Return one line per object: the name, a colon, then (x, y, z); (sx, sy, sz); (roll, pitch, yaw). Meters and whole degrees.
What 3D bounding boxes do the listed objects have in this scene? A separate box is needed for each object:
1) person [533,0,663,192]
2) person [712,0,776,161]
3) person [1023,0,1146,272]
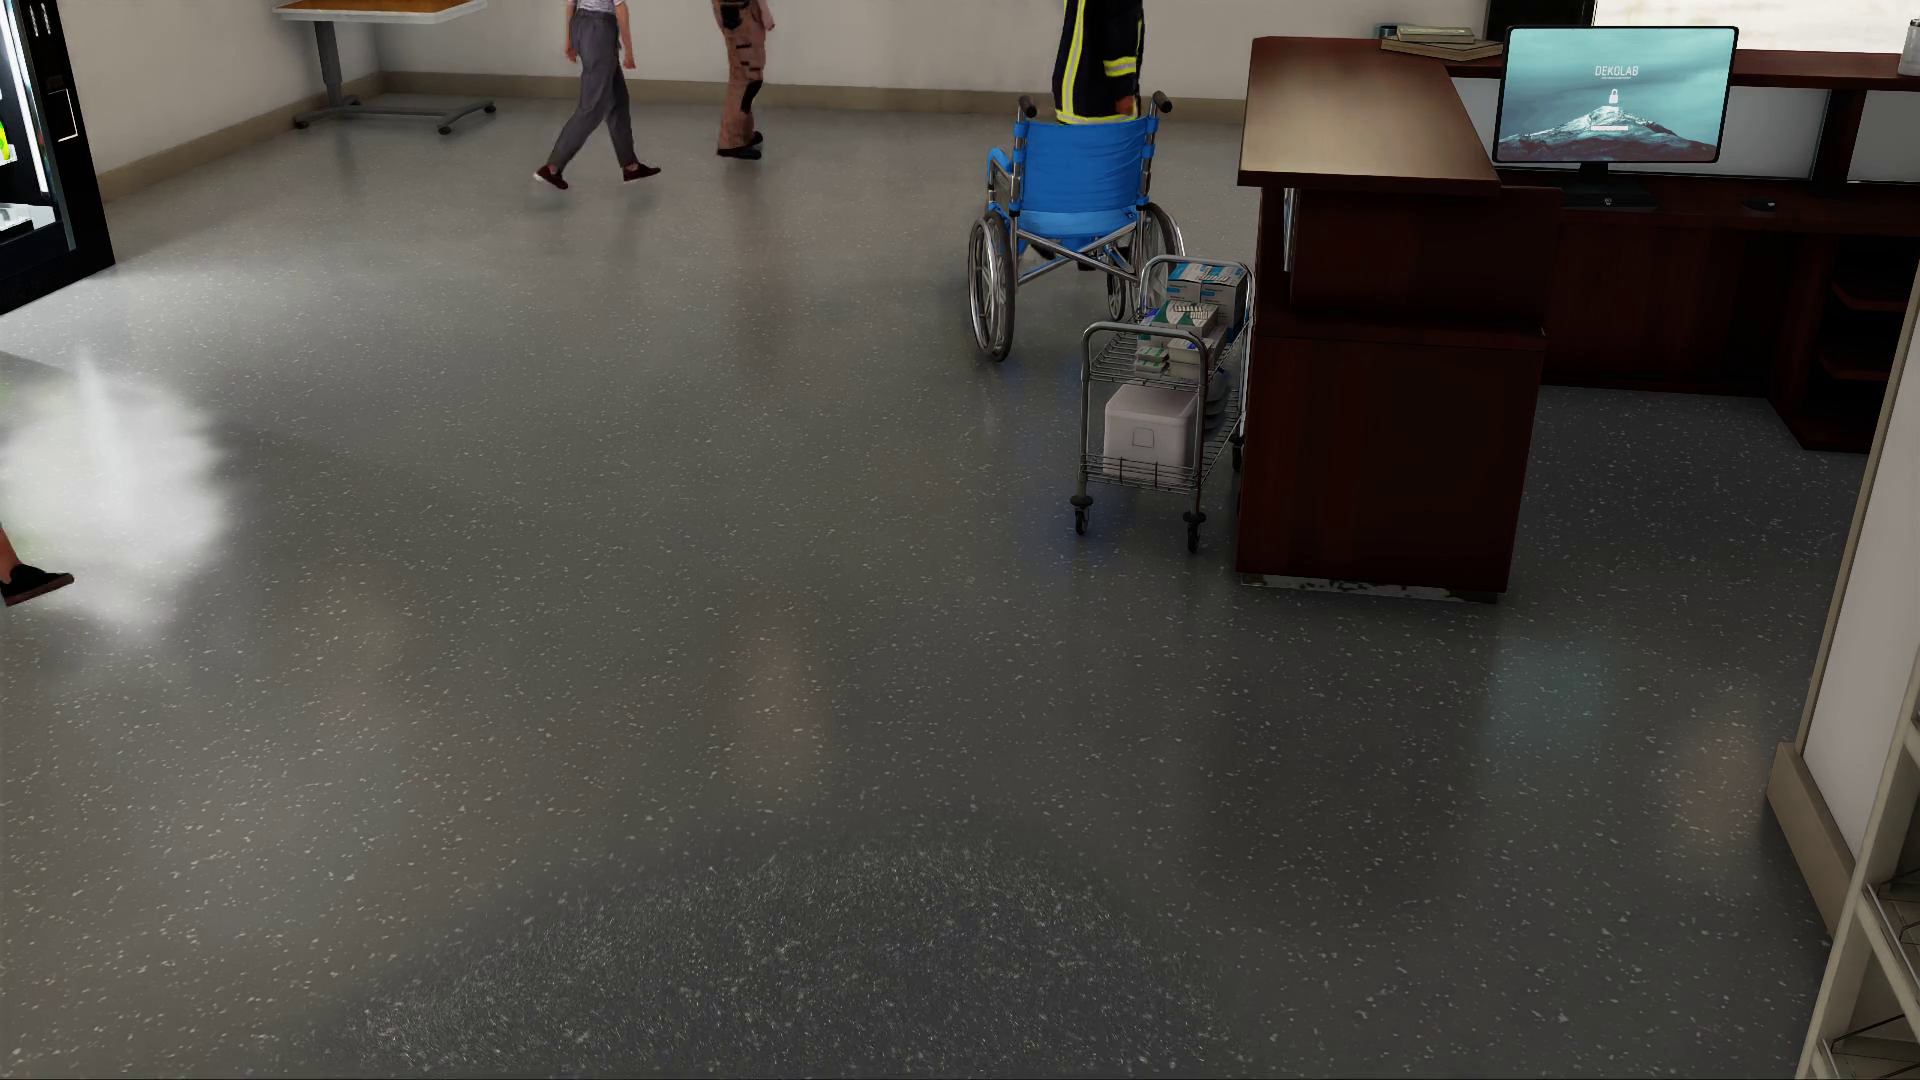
person: (-2.124, -2.773, 9.372); (1.004, 1.696, 1.183); (21, 33, 37)
person: (-1.389, -3.349, 10.433); (0.992, 1.813, 0.865); (-18, 31, -32)
person: (0.563, -2.174, 7.900); (0.993, 1.897, 0.976); (-4, 26, -9)
